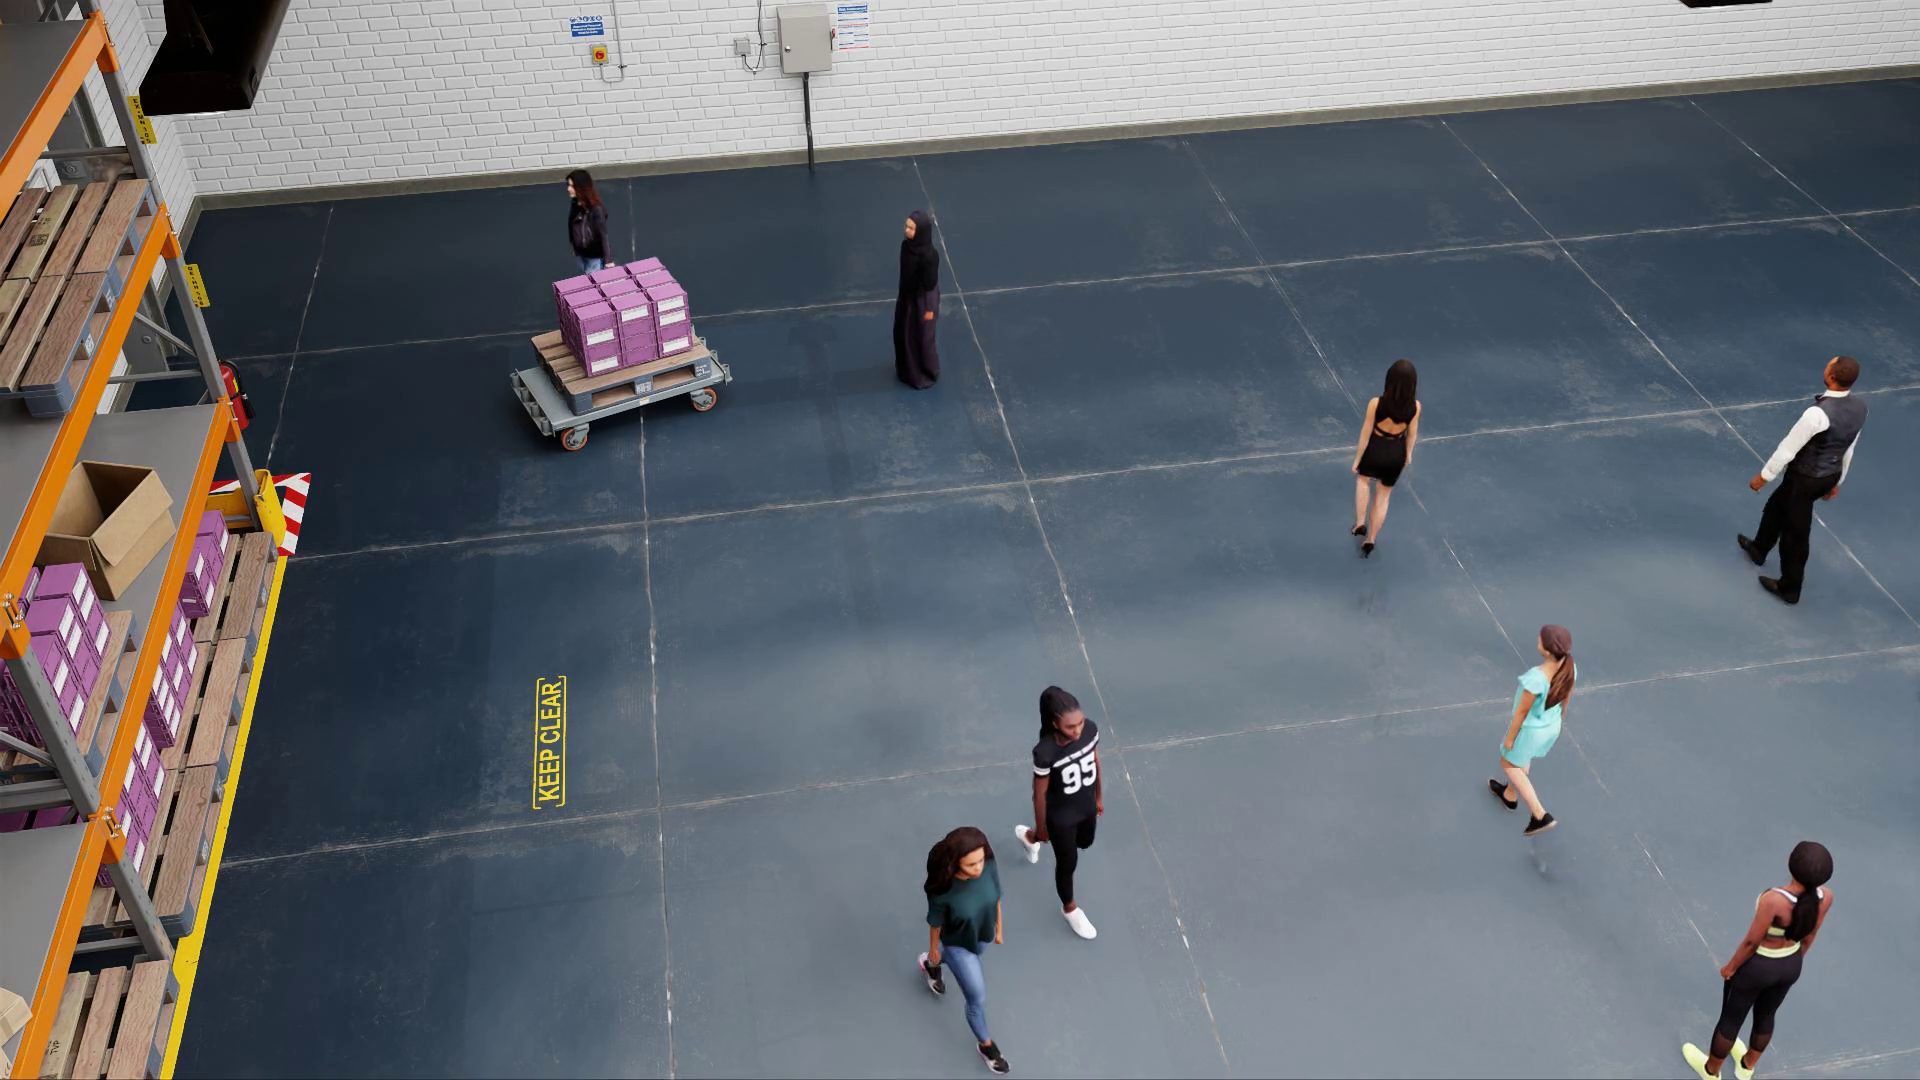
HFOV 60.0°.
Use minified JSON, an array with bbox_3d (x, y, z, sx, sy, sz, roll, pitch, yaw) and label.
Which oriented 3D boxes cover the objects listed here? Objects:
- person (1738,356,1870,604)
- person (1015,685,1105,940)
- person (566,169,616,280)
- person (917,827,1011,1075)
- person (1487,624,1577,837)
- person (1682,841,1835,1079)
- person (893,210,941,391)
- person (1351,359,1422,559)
[{"bbox_3d":[6.000,-0.363,11.631,0.880,1.888,1.065,-18,42,-21],"label":"person"},{"bbox_3d":[0.564,1.482,9.459,0.929,1.715,1.083,-29,47,-31],"label":"person"},{"bbox_3d":[-3.135,-2.483,14.495,0.840,1.626,0.736,-27,46,-30],"label":"person"},{"bbox_3d":[-0.012,2.060,8.843,0.914,1.581,1.157,-25,45,-28],"label":"person"},{"bbox_3d":[3.485,1.170,9.987,0.684,1.543,0.905,-14,41,-17],"label":"person"},{"bbox_3d":[4.140,2.195,8.535,0.564,1.754,0.498,-5,39,-6],"label":"person"},{"bbox_3d":[-0.344,-2.053,13.966,0.786,1.615,0.694,-17,42,-20],"label":"person"},{"bbox_3d":[3.072,-0.531,12.044,0.663,1.635,0.671,3,39,4],"label":"person"}]
